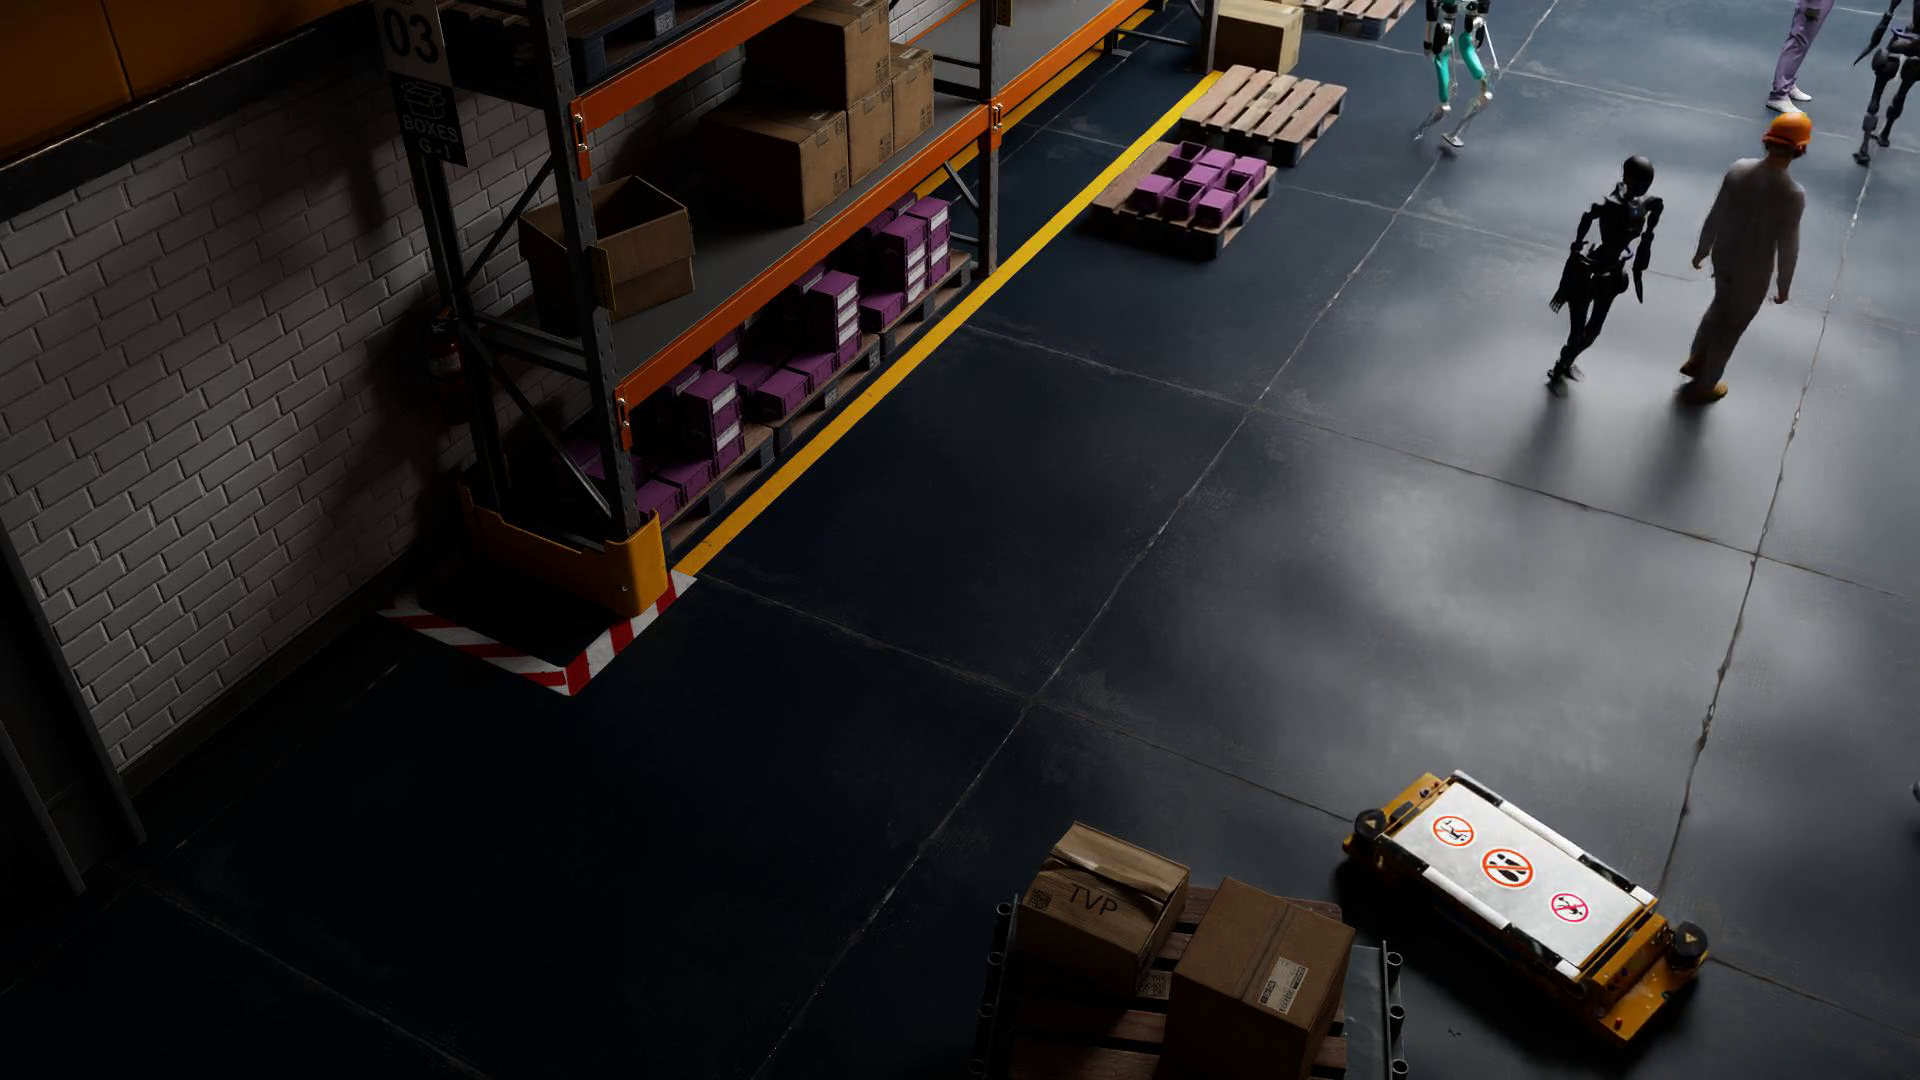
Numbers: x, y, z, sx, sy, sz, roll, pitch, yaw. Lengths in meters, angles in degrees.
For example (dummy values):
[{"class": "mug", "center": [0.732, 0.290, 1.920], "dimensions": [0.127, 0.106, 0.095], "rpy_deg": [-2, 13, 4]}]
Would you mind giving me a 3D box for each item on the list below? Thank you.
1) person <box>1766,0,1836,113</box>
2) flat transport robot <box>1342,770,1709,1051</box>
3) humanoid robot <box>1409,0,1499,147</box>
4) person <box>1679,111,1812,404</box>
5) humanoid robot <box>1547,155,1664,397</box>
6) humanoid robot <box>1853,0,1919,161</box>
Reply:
[{"class": "person", "center": [6.969, -4.407, 13.419], "dimensions": [0.408, 1.910, 0.635], "rpy_deg": [23, 44, 26]}, {"class": "flat transport robot", "center": [2.453, 1.550, 7.282], "dimensions": [0.659, 0.231, 1.431], "rpy_deg": [-29, 47, -31]}, {"class": "humanoid robot", "center": [3.884, -3.784, 12.801], "dimensions": [0.541, 1.797, 0.825], "rpy_deg": [-11, 40, -13]}, {"class": "person", "center": [4.752, -1.682, 10.036], "dimensions": [0.460, 1.874, 0.614], "rpy_deg": [-21, 43, -25]}, {"class": "humanoid robot", "center": [3.895, -1.636, 10.157], "dimensions": [0.587, 1.635, 0.481], "rpy_deg": [-10, 40, -12]}, {"class": "humanoid robot", "center": [7.282, -3.766, 12.829], "dimensions": [0.626, 1.639, 0.621], "rpy_deg": [10, 40, 12]}]
